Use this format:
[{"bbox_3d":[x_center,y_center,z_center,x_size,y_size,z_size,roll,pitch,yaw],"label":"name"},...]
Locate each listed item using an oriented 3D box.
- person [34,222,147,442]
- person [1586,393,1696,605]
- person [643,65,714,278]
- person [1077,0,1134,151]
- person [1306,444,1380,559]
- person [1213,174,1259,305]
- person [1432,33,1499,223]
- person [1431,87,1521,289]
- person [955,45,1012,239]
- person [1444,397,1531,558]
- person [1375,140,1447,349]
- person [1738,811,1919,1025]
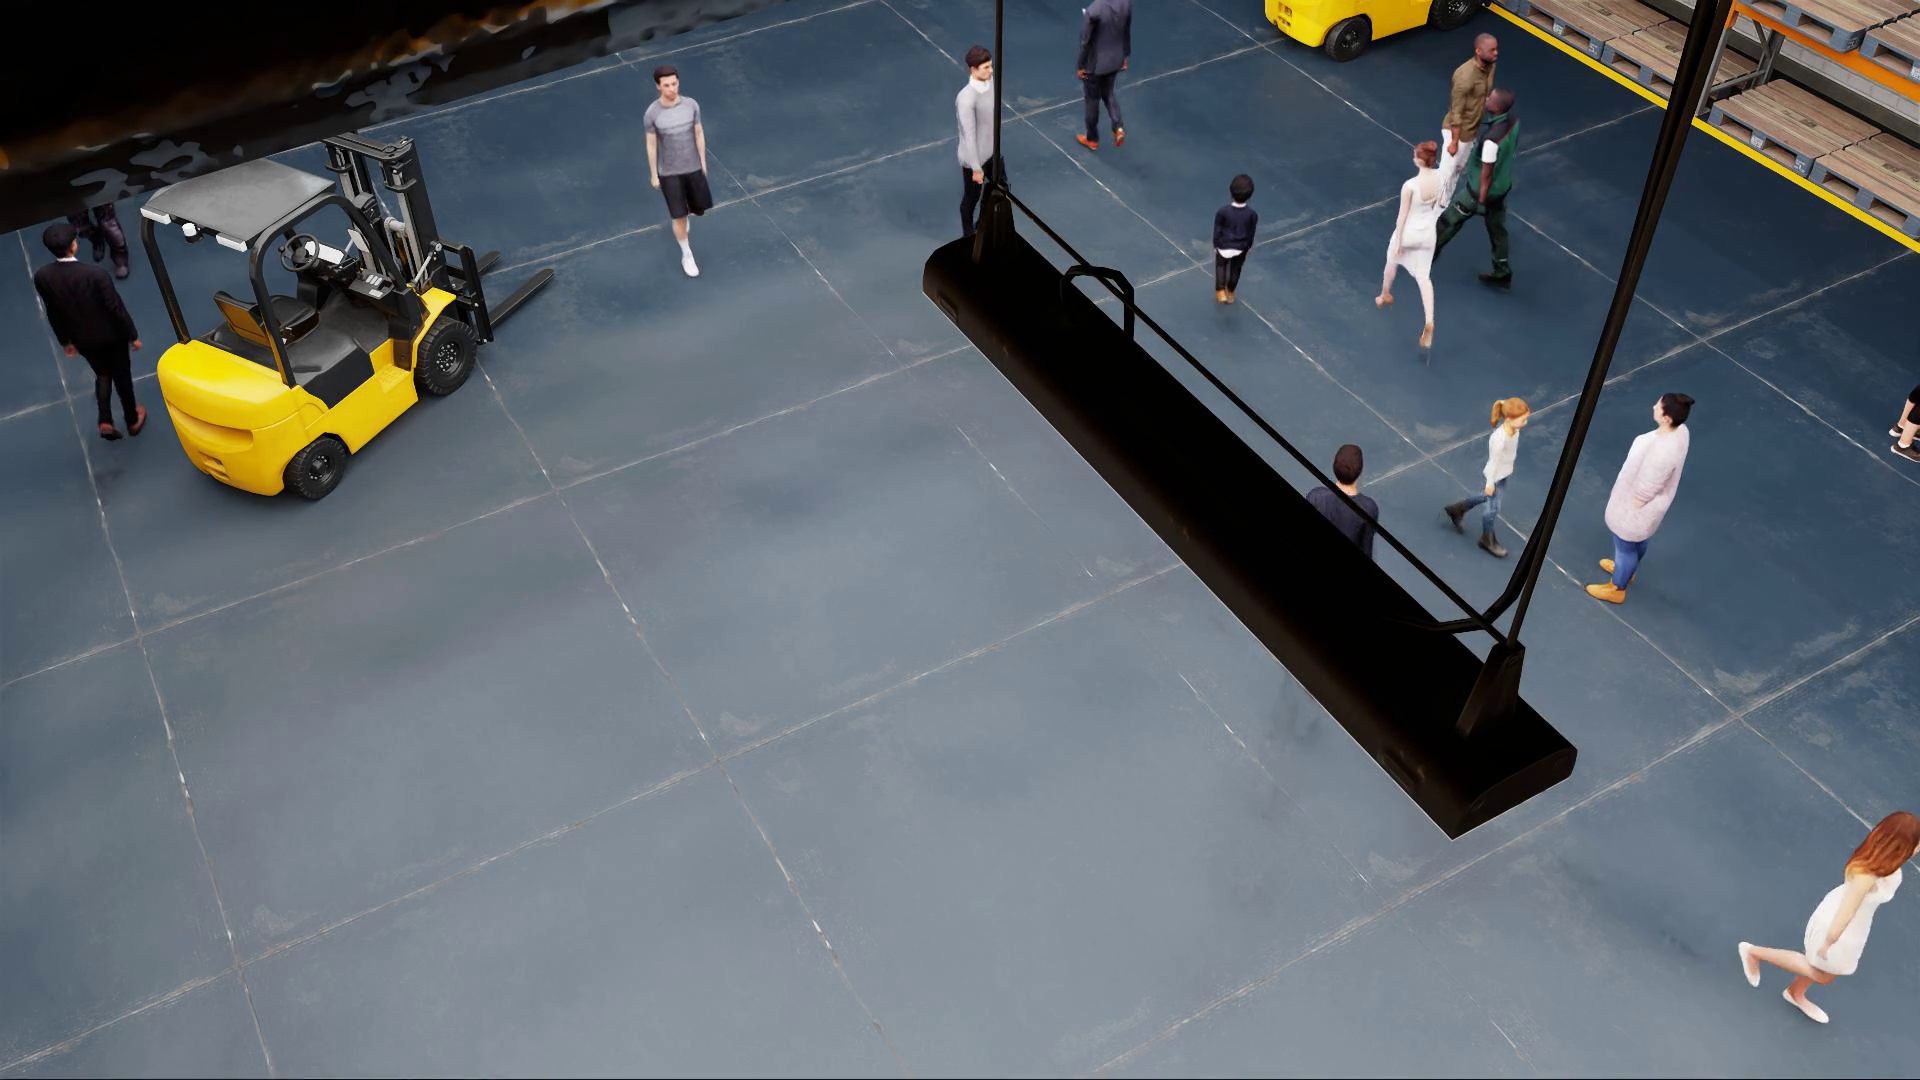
[{"bbox_3d":[-6.424,-1.469,12.322,0.904,1.868,0.988,-4,44,-4],"label":"person"},{"bbox_3d":[4.609,-0.298,11.185,0.780,1.743,0.783,25,49,24],"label":"person"},{"bbox_3d":[-2.415,-3.199,14.152,0.713,1.850,0.971,-17,46,-17],"label":"person"},{"bbox_3d":[1.374,-4.414,15.454,0.727,1.812,0.818,-25,49,-24],"label":"person"},{"bbox_3d":[2.347,0.229,10.555,1.042,1.848,1.040,16,46,16],"label":"person"},{"bbox_3d":[2.282,-2.461,13.835,0.649,1.218,0.717,3,44,3],"label":"person"},{"bbox_3d":[4.402,-3.594,14.584,0.697,1.825,0.783,32,52,29],"label":"person"},{"bbox_3d":[4.468,-2.893,13.878,1.289,1.785,0.964,30,51,28],"label":"person"},{"bbox_3d":[0.090,-3.344,14.260,0.838,1.910,0.849,23,48,22],"label":"person"},{"bbox_3d":[3.733,-0.485,11.698,0.832,1.305,0.640,29,51,27],"label":"person"},{"bbox_3d":[3.697,-2.344,13.328,0.747,1.748,1.175,-10,45,-11],"label":"person"},{"bbox_3d":[4.604,1.962,8.845,0.655,1.698,0.834,-31,52,-28],"label":"person"}]
